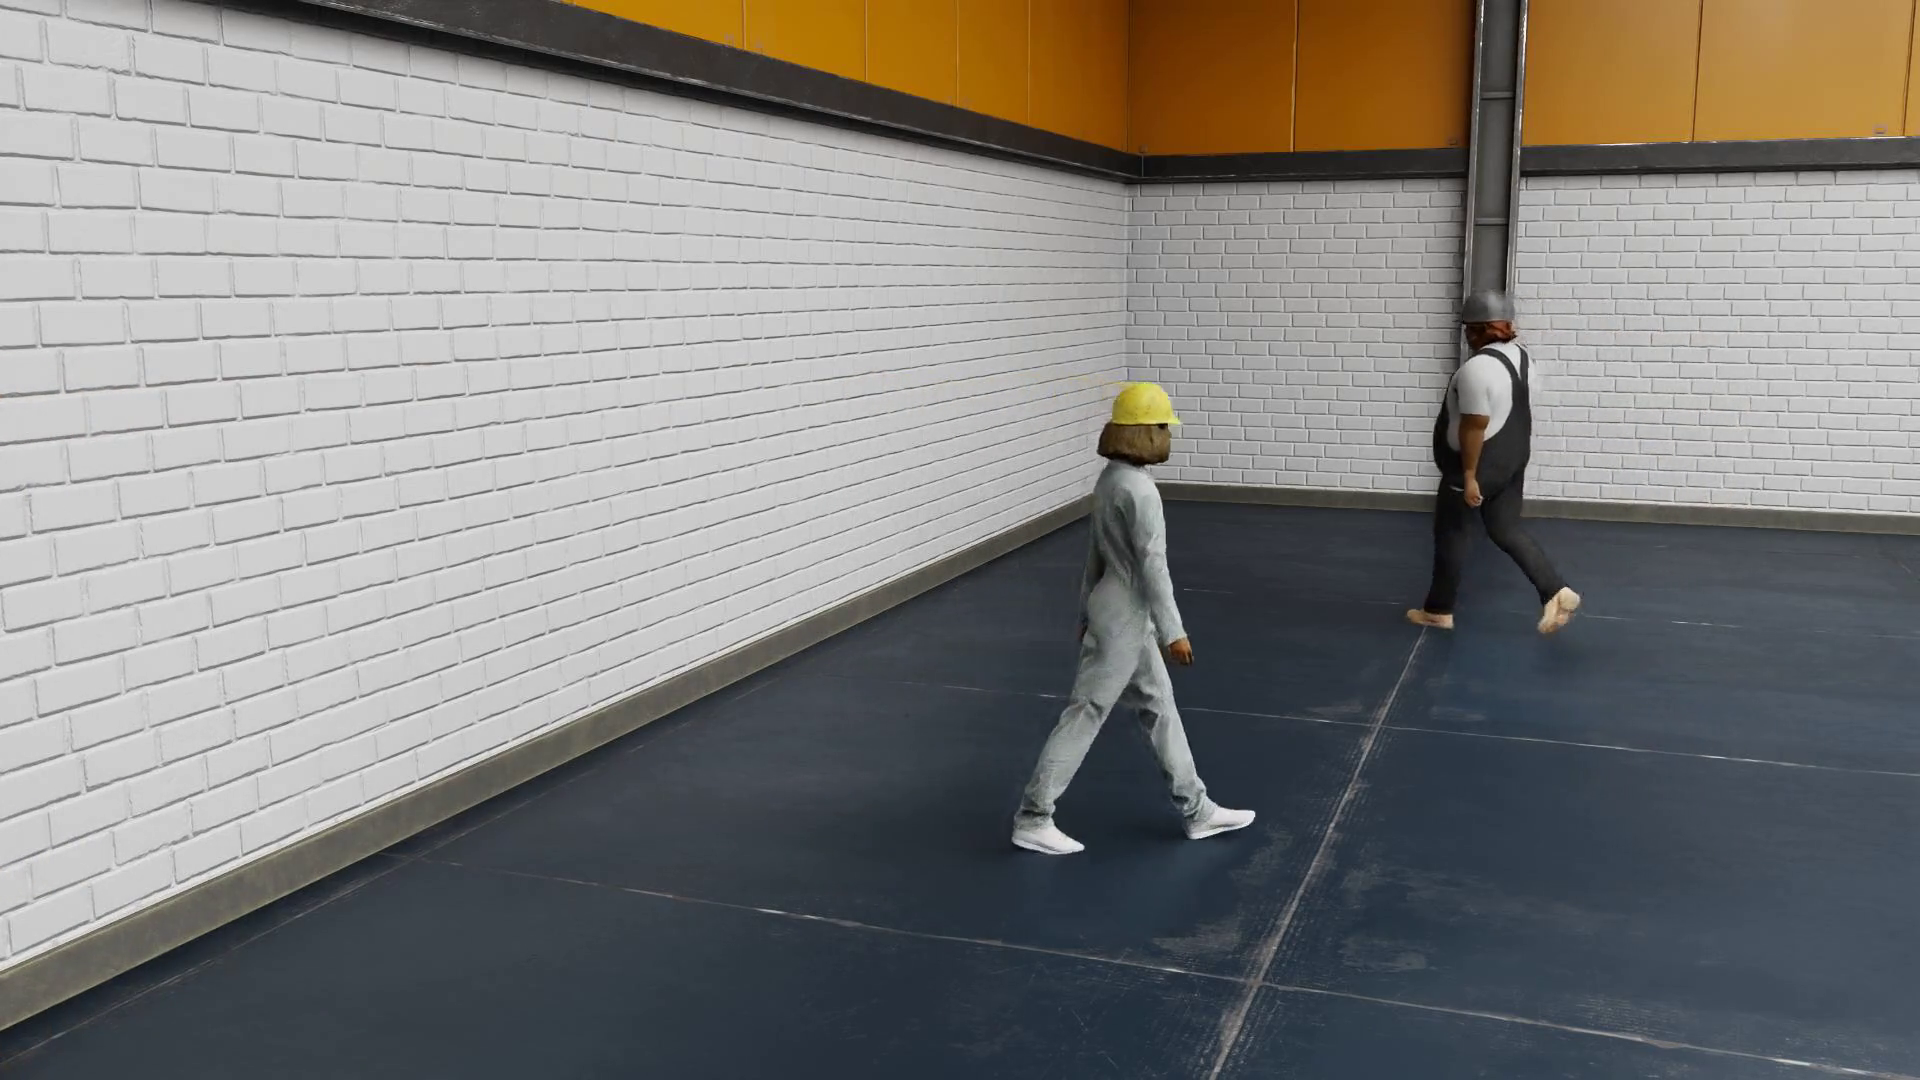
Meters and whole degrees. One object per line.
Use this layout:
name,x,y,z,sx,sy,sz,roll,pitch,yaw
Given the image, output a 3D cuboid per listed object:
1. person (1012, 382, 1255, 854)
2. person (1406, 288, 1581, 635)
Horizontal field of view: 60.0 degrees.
person,0.605,0.290,5.924,0.919,1.694,0.487,-1,9,-4
person,3.101,-0.463,9.568,0.687,2.000,0.903,-7,12,-39
